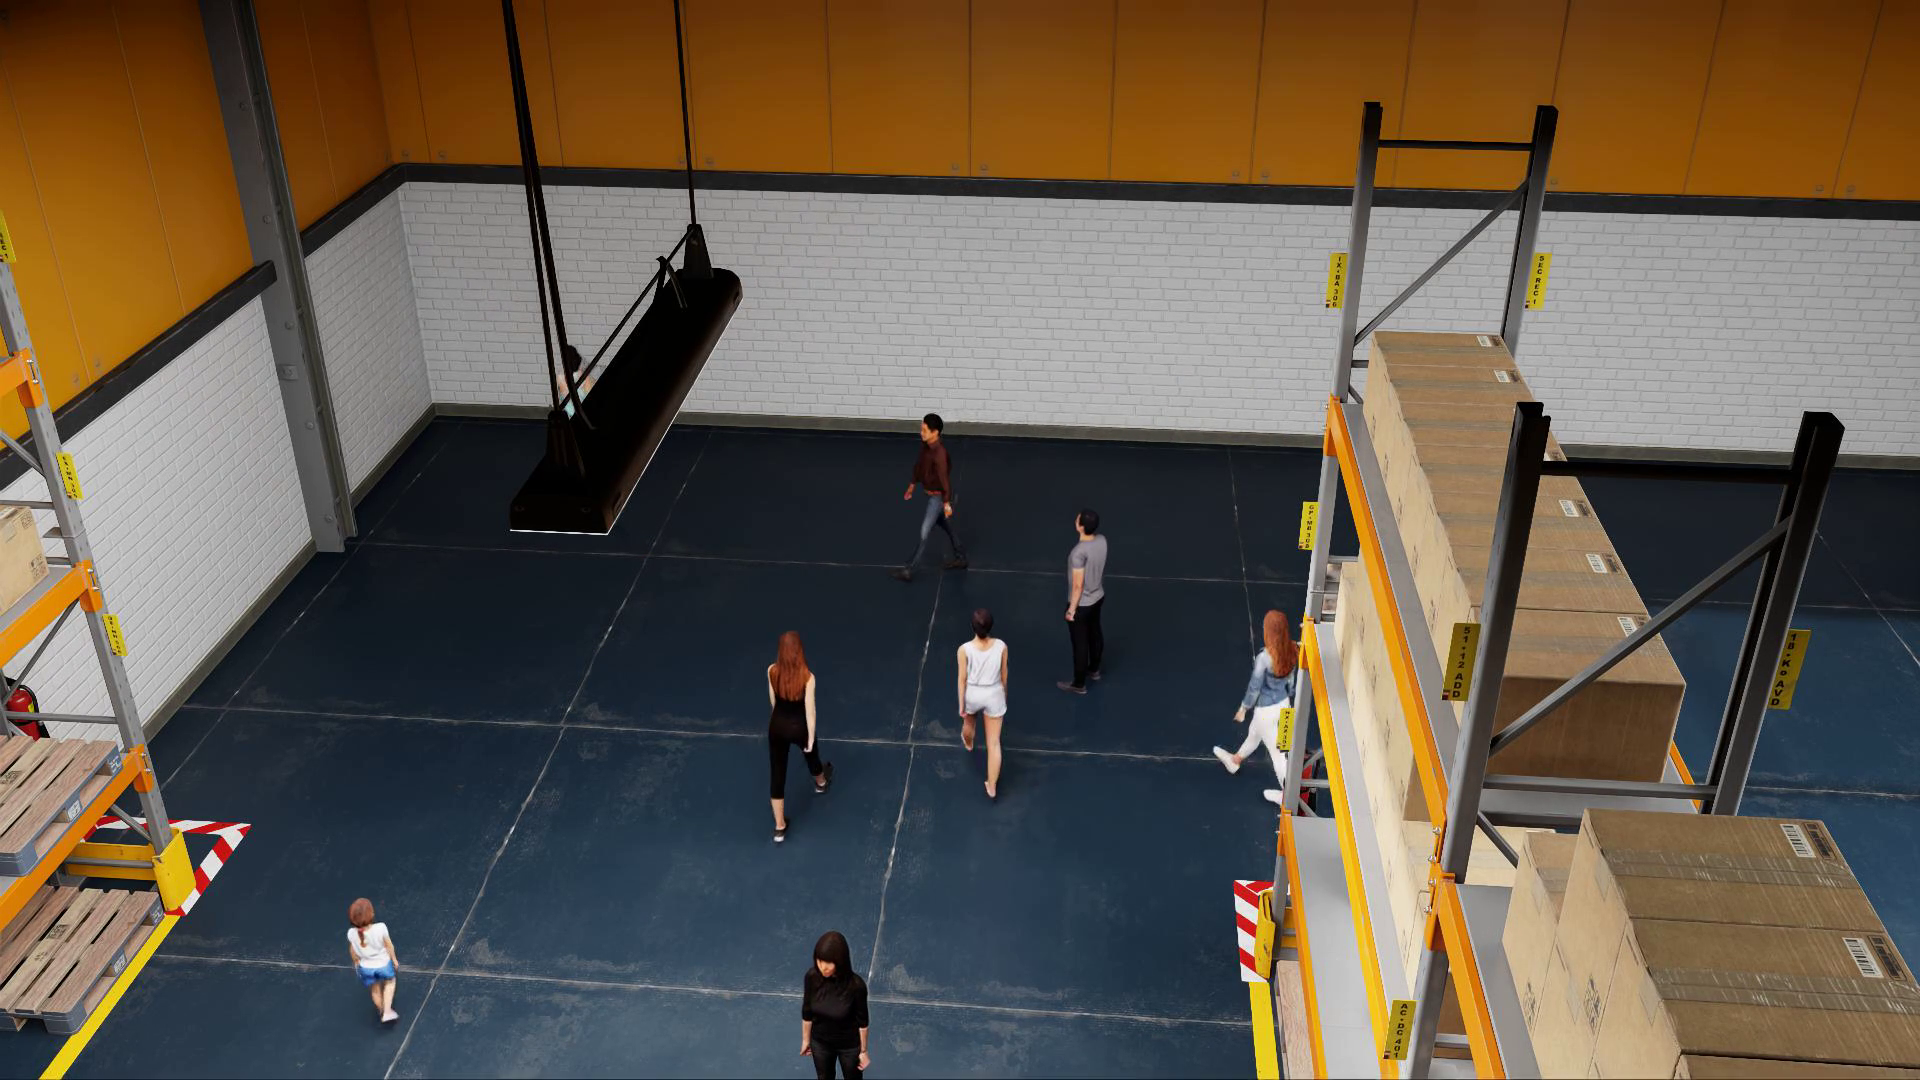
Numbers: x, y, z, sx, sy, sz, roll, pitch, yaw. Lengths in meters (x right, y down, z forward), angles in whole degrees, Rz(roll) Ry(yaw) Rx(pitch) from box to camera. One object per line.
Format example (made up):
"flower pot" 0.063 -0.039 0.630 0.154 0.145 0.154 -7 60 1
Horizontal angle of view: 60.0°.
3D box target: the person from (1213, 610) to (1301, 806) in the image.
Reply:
"person" 2.479 1.356 12.934 1.098 1.656 1.097 24 36 36

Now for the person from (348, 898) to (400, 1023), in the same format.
"person" -3.863 2.800 10.952 0.493 1.018 0.544 -5 29 -9

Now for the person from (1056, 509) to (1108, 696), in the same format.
"person" 1.085 0.507 14.387 0.762 1.755 0.646 18 33 29

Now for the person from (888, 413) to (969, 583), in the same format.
"person" -0.145 -0.420 16.112 1.019 1.729 1.145 -9 30 -16

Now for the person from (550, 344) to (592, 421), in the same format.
"person" -4.014 -1.170 17.493 1.043 1.723 1.219 -16 33 -27

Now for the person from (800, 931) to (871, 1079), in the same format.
"person" -0.732 2.987 9.958 0.610 1.642 0.543 7 29 12

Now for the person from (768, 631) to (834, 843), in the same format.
"person" -1.321 1.515 12.615 0.689 1.681 1.158 7 29 12

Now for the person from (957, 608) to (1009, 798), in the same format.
"person" 0.201 1.304 13.137 0.671 1.551 1.121 -2 29 -4
